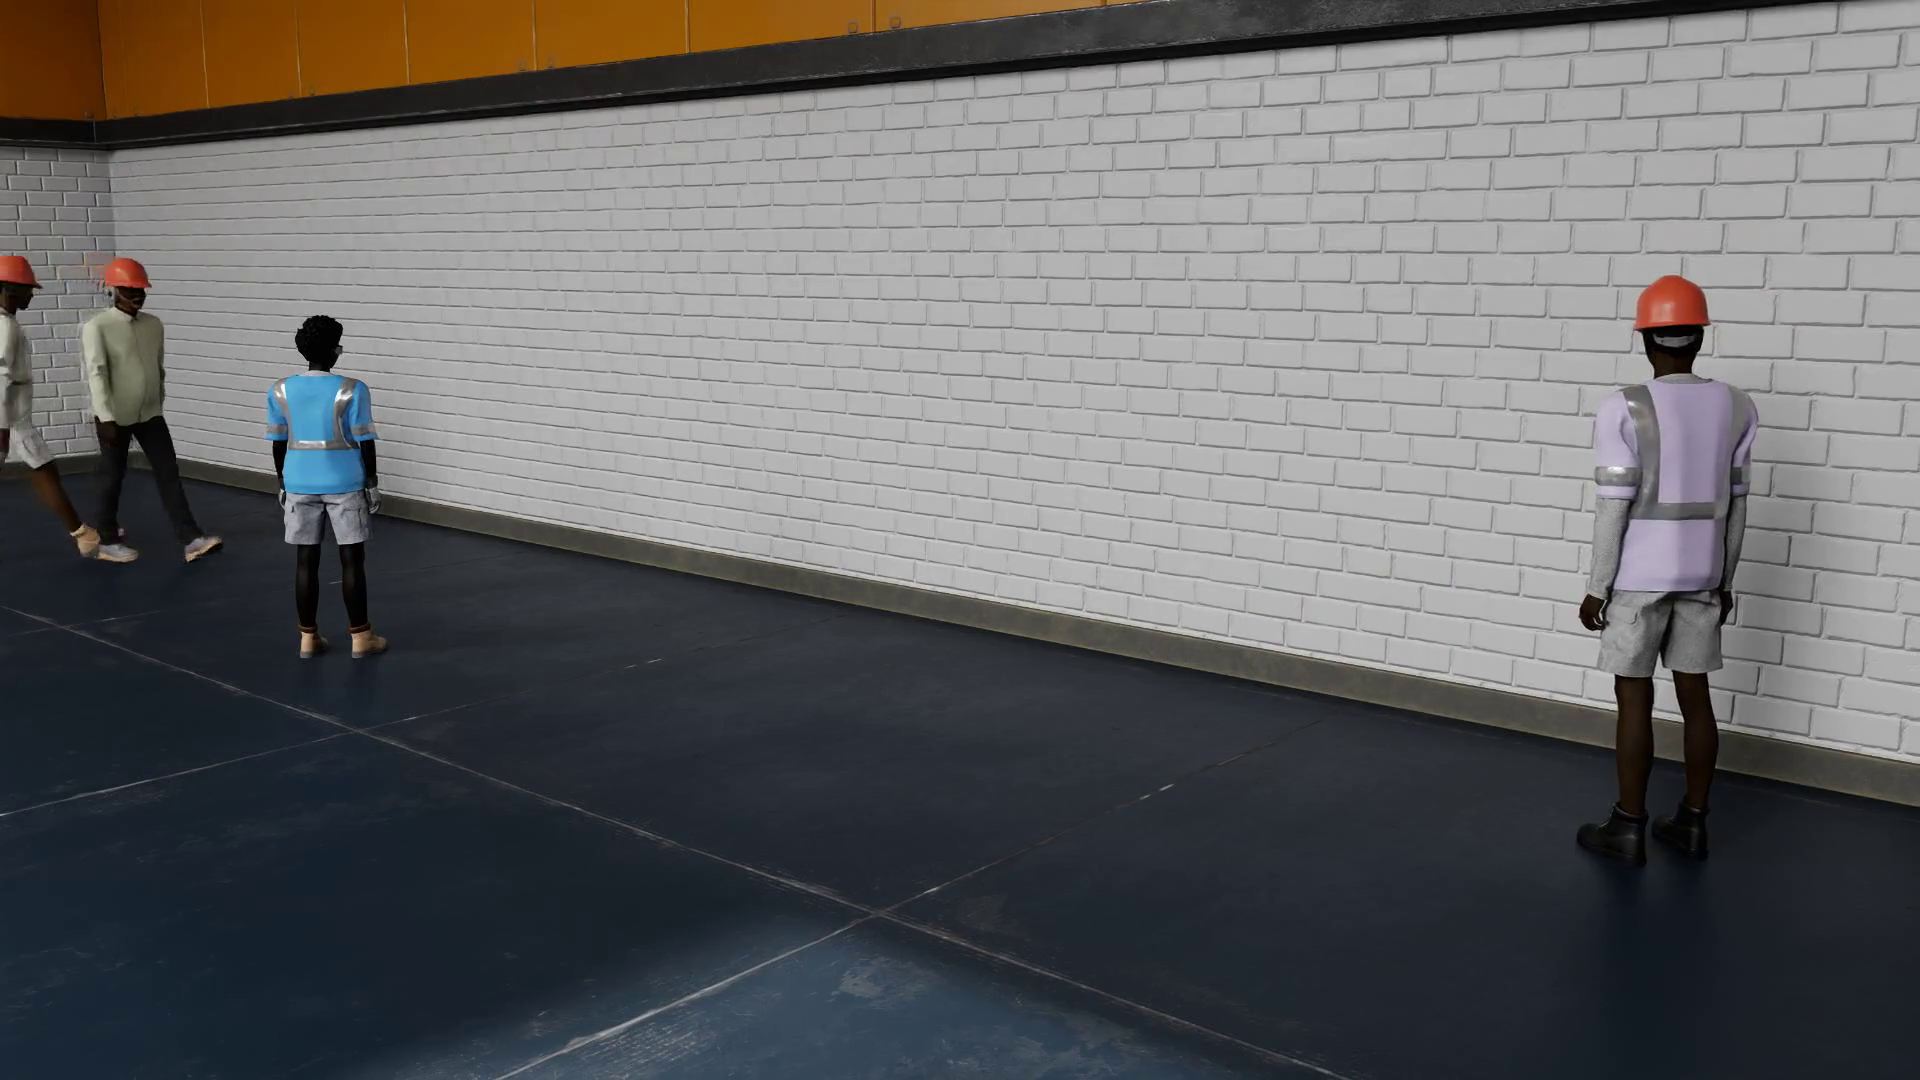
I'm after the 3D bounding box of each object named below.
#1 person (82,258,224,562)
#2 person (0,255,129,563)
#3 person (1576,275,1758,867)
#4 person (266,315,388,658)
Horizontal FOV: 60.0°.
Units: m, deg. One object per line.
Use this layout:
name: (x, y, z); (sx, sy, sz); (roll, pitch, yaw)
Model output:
person: (-5.208, -0.797, 10.570); (0.991, 1.944, 0.649); (5, 11, 25)
person: (-6.042, -0.821, 10.655); (1.078, 1.973, 0.617); (-8, 13, -40)
person: (2.294, 0.107, 5.472); (0.548, 1.934, 0.375); (-2, 10, -10)
person: (-3.122, -0.256, 8.215); (0.539, 1.695, 0.318); (1, 10, 3)
